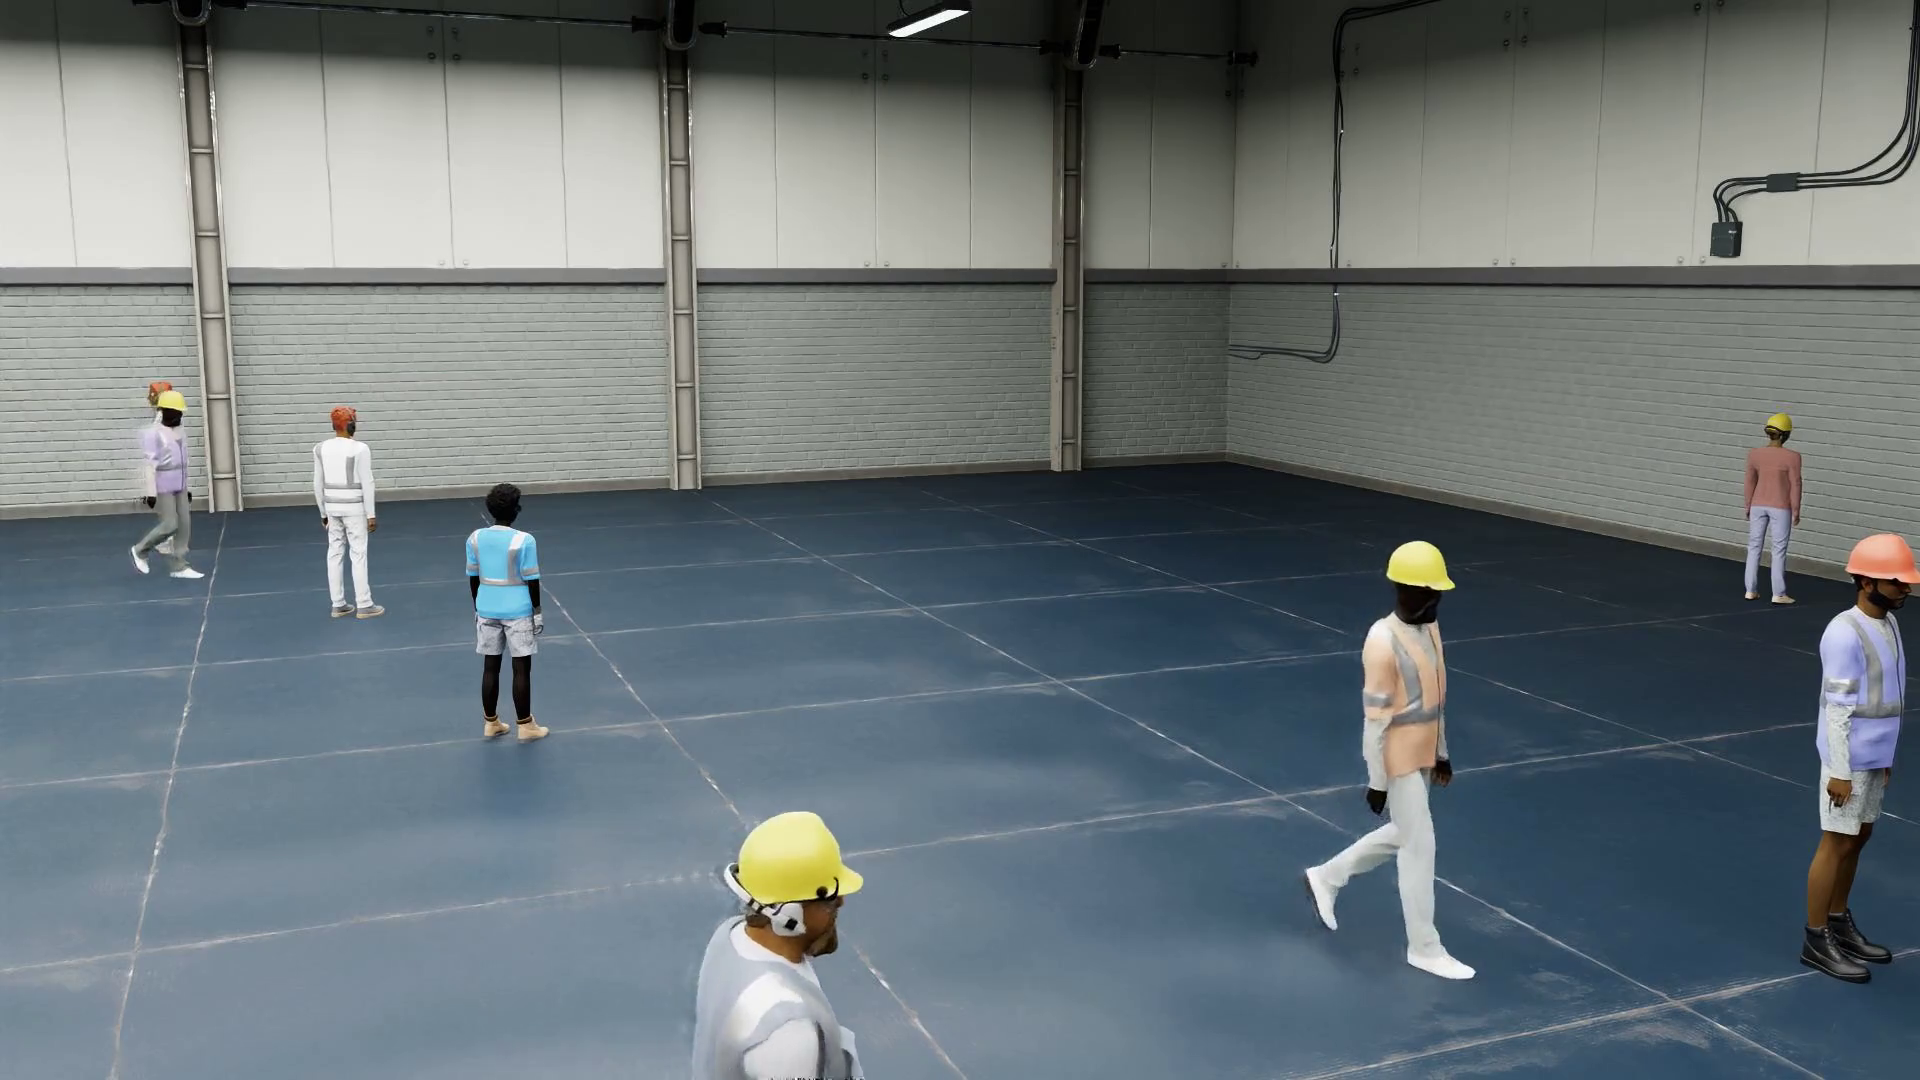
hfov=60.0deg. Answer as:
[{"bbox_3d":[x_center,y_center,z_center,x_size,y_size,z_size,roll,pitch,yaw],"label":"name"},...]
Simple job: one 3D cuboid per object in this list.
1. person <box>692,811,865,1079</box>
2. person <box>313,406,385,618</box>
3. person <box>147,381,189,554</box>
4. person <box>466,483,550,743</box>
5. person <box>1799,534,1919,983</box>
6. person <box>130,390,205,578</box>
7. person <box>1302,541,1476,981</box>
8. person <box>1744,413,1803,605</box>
[{"bbox_3d":[-0.425,1.513,3.913,0.445,1.813,0.610,-3,9,-17],"label":"person"},{"bbox_3d":[-5.432,-0.243,14.741,0.574,1.882,0.358,3,9,16],"label":"person"},{"bbox_3d":[-8.667,-0.793,18.192,0.355,1.883,0.572,-5,10,-29],"label":"person"},{"bbox_3d":[-2.942,0.474,10.818,0.542,1.695,0.316,3,10,20],"label":"person"},{"bbox_3d":[3.921,0.929,7.208,0.553,1.935,0.361,-9,12,-43],"label":"person"},{"bbox_3d":[-7.937,-0.546,16.580,0.610,1.902,0.617,1,9,8],"label":"person"},{"bbox_3d":[1.900,0.928,7.302,0.792,1.905,0.591,6,11,33],"label":"person"},{"bbox_3d":[7.523,-0.290,15.397,0.322,1.769,0.523,-7,11,-36],"label":"person"}]
